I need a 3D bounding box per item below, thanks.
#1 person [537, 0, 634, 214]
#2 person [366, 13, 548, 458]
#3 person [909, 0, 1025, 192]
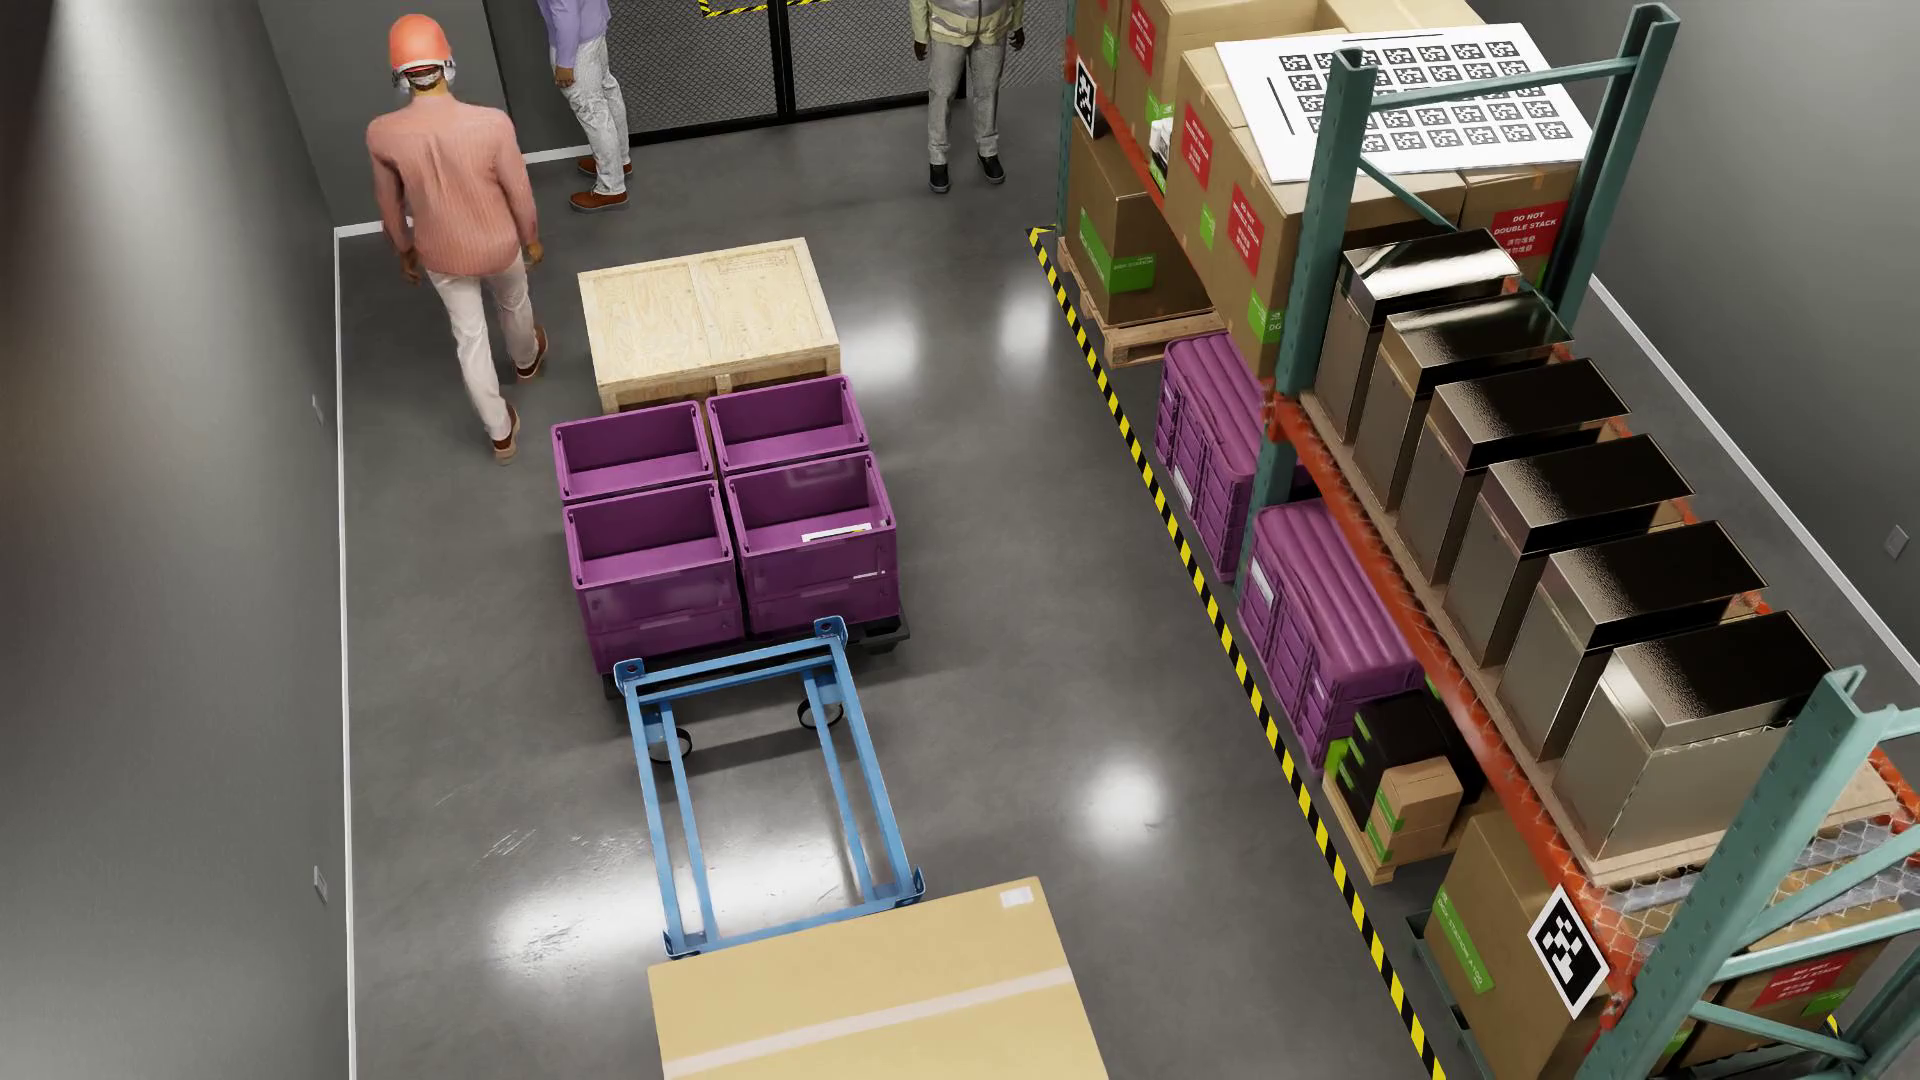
[{"bbox_3d":[-1.896,-2.513,8.194,0.353,1.937,0.635,1,47,1],"label":"person"},{"bbox_3d":[-2.093,-1.315,7.089,0.650,1.941,0.906,-4,48,-4],"label":"person"},{"bbox_3d":[0.049,-2.589,8.335,0.597,1.831,0.403,-10,48,-9],"label":"person"}]
